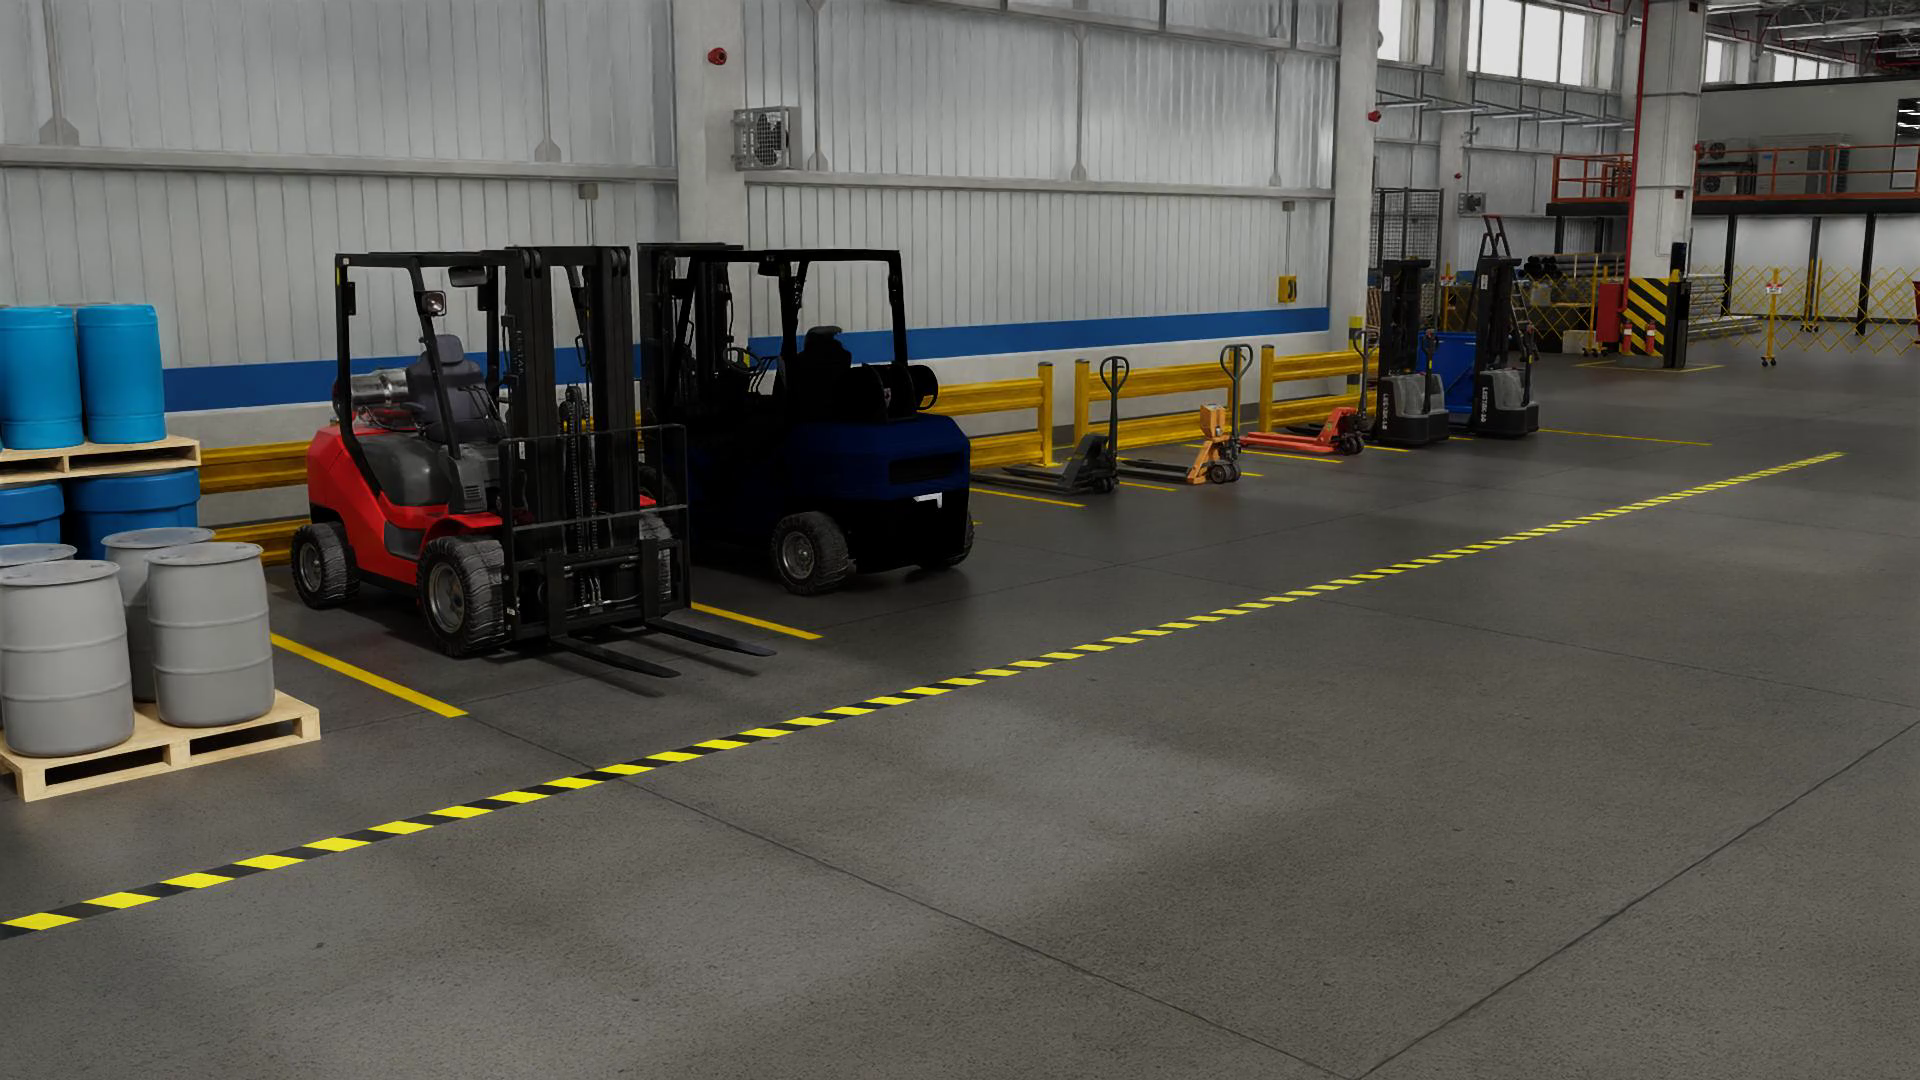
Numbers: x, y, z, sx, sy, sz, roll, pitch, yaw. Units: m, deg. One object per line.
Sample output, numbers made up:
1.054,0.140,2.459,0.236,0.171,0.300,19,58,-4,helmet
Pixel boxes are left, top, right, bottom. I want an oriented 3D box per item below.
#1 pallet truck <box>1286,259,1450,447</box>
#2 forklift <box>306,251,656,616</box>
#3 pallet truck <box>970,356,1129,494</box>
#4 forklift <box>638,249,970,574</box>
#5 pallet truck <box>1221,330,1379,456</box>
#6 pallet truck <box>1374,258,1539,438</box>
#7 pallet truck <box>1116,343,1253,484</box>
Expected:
4.493,-2.078,18.196,0.823,1.965,1.885,-9,14,-40,pallet truck
-2.833,-0.669,9.694,1.157,1.987,2.680,-10,14,-44,forklift
0.784,-1.085,14.876,0.680,1.201,1.601,-10,14,-44,pallet truck
-1.173,-0.958,11.239,2.680,1.987,1.157,10,14,43,forklift
3.563,-1.581,17.381,0.653,1.274,1.630,-10,14,-44,pallet truck
5.704,-2.208,18.901,1.885,1.965,0.823,10,14,43,pallet truck
1.962,-1.215,15.415,1.522,1.261,0.704,10,14,43,pallet truck
